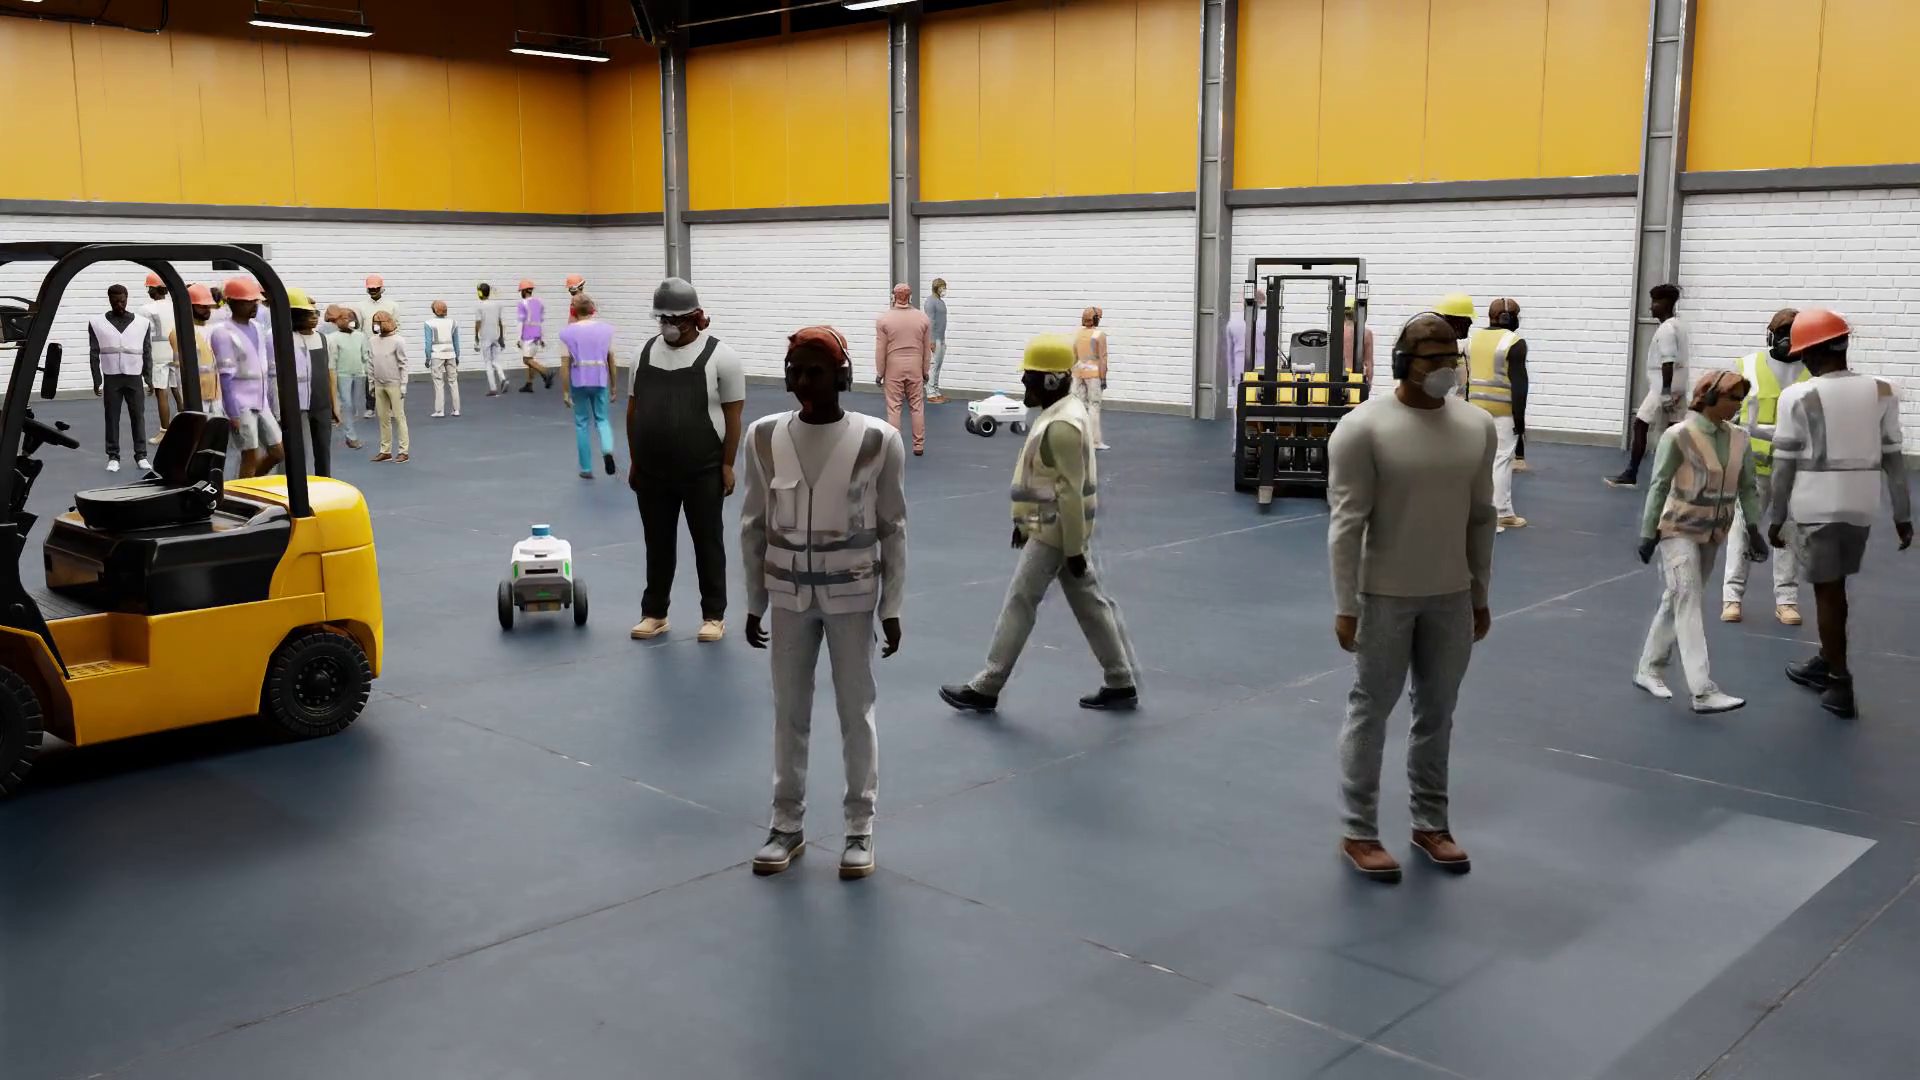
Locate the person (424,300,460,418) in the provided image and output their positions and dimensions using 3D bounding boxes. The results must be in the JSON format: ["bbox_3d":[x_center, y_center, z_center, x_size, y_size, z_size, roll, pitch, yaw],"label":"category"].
[{"bbox_3d":[-7.230,-2.527,23.233,0.310,1.638,0.523,9,13,44],"label":"person"}]

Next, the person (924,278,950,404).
[{"bbox_3d":[-0.357,-3.070,25.663,0.373,1.935,0.628,2,10,15],"label":"person"}]

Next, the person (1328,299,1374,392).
[{"bbox_3d":[4.228,-1.764,18.238,0.547,1.734,0.651,0,9,-3],"label":"person"}]

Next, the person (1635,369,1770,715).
[{"bbox_3d":[3.509,0.009,7.800,0.522,1.595,0.821,-4,10,-24],"label":"person"}]

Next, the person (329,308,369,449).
[{"bbox_3d":[-7.017,-1.864,19.227,0.438,1.628,0.511,6,11,31],"label":"person"}]

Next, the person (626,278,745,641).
[{"bbox_3d":[-1.562,-0.445,9.241,0.674,2.000,0.535,2,9,12],"label":"person"}]

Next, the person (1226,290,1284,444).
[{"bbox_3d":[3.319,-1.863,18.573,0.684,1.831,1.041,4,10,25],"label":"person"}]

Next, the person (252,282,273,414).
[{"bbox_3d":[-9.190,-2.493,22.117,0.376,1.933,0.553,-2,9,-10],"label":"person"}]

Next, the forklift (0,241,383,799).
[{"bbox_3d":[-3.706,-0.171,7.093,1.214,2.155,2.313,9,13,43],"label":"forklift"}]

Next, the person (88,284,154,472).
[{"bbox_3d":[-8.620,-1.669,17.130,0.593,1.917,0.392,-6,11,-31],"label":"person"}]

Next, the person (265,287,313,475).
[{"bbox_3d":[-5.452,-1.105,13.637,0.379,1.925,0.612,1,9,5],"label":"person"}]

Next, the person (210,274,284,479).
[{"bbox_3d":[-5.590,-1.056,13.029,0.448,2.027,0.619,2,9,10],"label":"person"}]

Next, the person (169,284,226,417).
[{"bbox_3d":[-6.675,-1.284,14.700,0.354,1.939,0.544,3,10,18],"label":"person"}]

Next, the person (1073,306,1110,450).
[{"bbox_3d":[1.493,-1.856,19.112,0.315,1.641,0.515,-8,12,-39],"label":"person"}]

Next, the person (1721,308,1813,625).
[{"bbox_3d":[4.765,-0.423,9.717,0.619,1.845,0.430,3,10,16],"label":"person"}]

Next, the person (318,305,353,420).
[{"bbox_3d":[-8.434,-2.388,22.540,0.834,1.599,0.514,8,12,39],"label":"person"}]

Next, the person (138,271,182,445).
[{"bbox_3d":[-9.396,-2.140,19.614,0.370,2.048,0.607,4,10,25],"label":"person"}]

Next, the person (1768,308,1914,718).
[{"bbox_3d":[4.109,-0.148,7.904,0.622,1.882,0.814,0,9,-1],"label":"person"}]

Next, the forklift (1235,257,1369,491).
[{"bbox_3d":[3.309,-1.629,16.029,1.214,2.155,2.313,2,9,11],"label":"forklift"}]

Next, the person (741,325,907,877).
[{"bbox_3d":[-0.467,0.215,5.678,0.575,1.881,0.356,2,9,11],"label":"person"}]

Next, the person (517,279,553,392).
[{"bbox_3d":[-7.089,-3.391,27.732,0.747,1.902,0.591,5,11,29],"label":"person"}]

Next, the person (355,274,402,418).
[{"bbox_3d":[-8.077,-2.684,23.106,0.614,1.993,0.395,-2,9,-11],"label":"person"}]

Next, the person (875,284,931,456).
[{"bbox_3d":[-0.636,-1.869,18.383,0.639,1.908,0.409,-3,10,-18],"label":"person"}]

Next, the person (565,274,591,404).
[{"bbox_3d":[-5.859,-3.082,25.579,0.393,1.985,0.611,-1,9,-9],"label":"person"}]

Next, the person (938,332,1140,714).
[{"bbox_3d":[0.412,-0.065,7.722,0.946,1.785,0.593,1,9,8],"label":"person"}]

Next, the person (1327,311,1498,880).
[{"bbox_3d":[1.541,0.193,5.684,0.635,1.934,0.378,-3,10,-17],"label":"person"}]

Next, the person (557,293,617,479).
[{"bbox_3d":[-3.637,-1.495,16.310,0.578,1.827,0.519,-5,10,-26],"label":"person"}]

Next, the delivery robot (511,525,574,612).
[{"bbox_3d":[-2.469,0.154,9.825,0.477,0.478,0.707,-2,9,-13],"label":"delivery robot"}]

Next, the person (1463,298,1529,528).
[{"bbox_3d":[4.324,-1.022,13.398,0.430,1.841,0.624,-5,10,-26],"label":"person"}]

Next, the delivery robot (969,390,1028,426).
[{"bbox_3d":[0.480,-1.621,20.706,0.707,0.478,0.477,-3,10,-18],"label":"delivery robot"}]

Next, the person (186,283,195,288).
[{"bbox_3d":[-10.784,-2.677,23.447,0.514,1.872,0.332,5,11,30],"label":"person"}]

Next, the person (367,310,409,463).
[{"bbox_3d":[-6.121,-1.638,17.799,0.505,1.632,0.269,4,10,24],"label":"person"}]

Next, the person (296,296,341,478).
[{"bbox_3d":[-5.397,-1.091,13.794,0.338,1.846,0.514,9,13,42],"label":"person"}]

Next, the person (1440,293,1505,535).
[{"bbox_3d":[3.805,-0.966,12.937,0.863,1.890,0.605,3,10,20],"label":"person"}]

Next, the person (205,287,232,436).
[{"bbox_3d":[-9.248,-2.198,20.597,0.573,1.845,0.438,-3,10,-18],"label":"person"}]

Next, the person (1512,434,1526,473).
[{"bbox_3d":[5.384,-1.508,16.887,0.838,1.653,0.553,4,10,23],"label":"person"}]

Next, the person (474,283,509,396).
[{"bbox_3d":[-7.618,-3.241,26.970,0.442,1.846,0.540,7,11,36],"label":"person"}]

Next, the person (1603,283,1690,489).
[{"bbox_3d":[6.519,-1.432,15.626,0.892,1.926,0.620,7,12,39],"label":"person"}]
